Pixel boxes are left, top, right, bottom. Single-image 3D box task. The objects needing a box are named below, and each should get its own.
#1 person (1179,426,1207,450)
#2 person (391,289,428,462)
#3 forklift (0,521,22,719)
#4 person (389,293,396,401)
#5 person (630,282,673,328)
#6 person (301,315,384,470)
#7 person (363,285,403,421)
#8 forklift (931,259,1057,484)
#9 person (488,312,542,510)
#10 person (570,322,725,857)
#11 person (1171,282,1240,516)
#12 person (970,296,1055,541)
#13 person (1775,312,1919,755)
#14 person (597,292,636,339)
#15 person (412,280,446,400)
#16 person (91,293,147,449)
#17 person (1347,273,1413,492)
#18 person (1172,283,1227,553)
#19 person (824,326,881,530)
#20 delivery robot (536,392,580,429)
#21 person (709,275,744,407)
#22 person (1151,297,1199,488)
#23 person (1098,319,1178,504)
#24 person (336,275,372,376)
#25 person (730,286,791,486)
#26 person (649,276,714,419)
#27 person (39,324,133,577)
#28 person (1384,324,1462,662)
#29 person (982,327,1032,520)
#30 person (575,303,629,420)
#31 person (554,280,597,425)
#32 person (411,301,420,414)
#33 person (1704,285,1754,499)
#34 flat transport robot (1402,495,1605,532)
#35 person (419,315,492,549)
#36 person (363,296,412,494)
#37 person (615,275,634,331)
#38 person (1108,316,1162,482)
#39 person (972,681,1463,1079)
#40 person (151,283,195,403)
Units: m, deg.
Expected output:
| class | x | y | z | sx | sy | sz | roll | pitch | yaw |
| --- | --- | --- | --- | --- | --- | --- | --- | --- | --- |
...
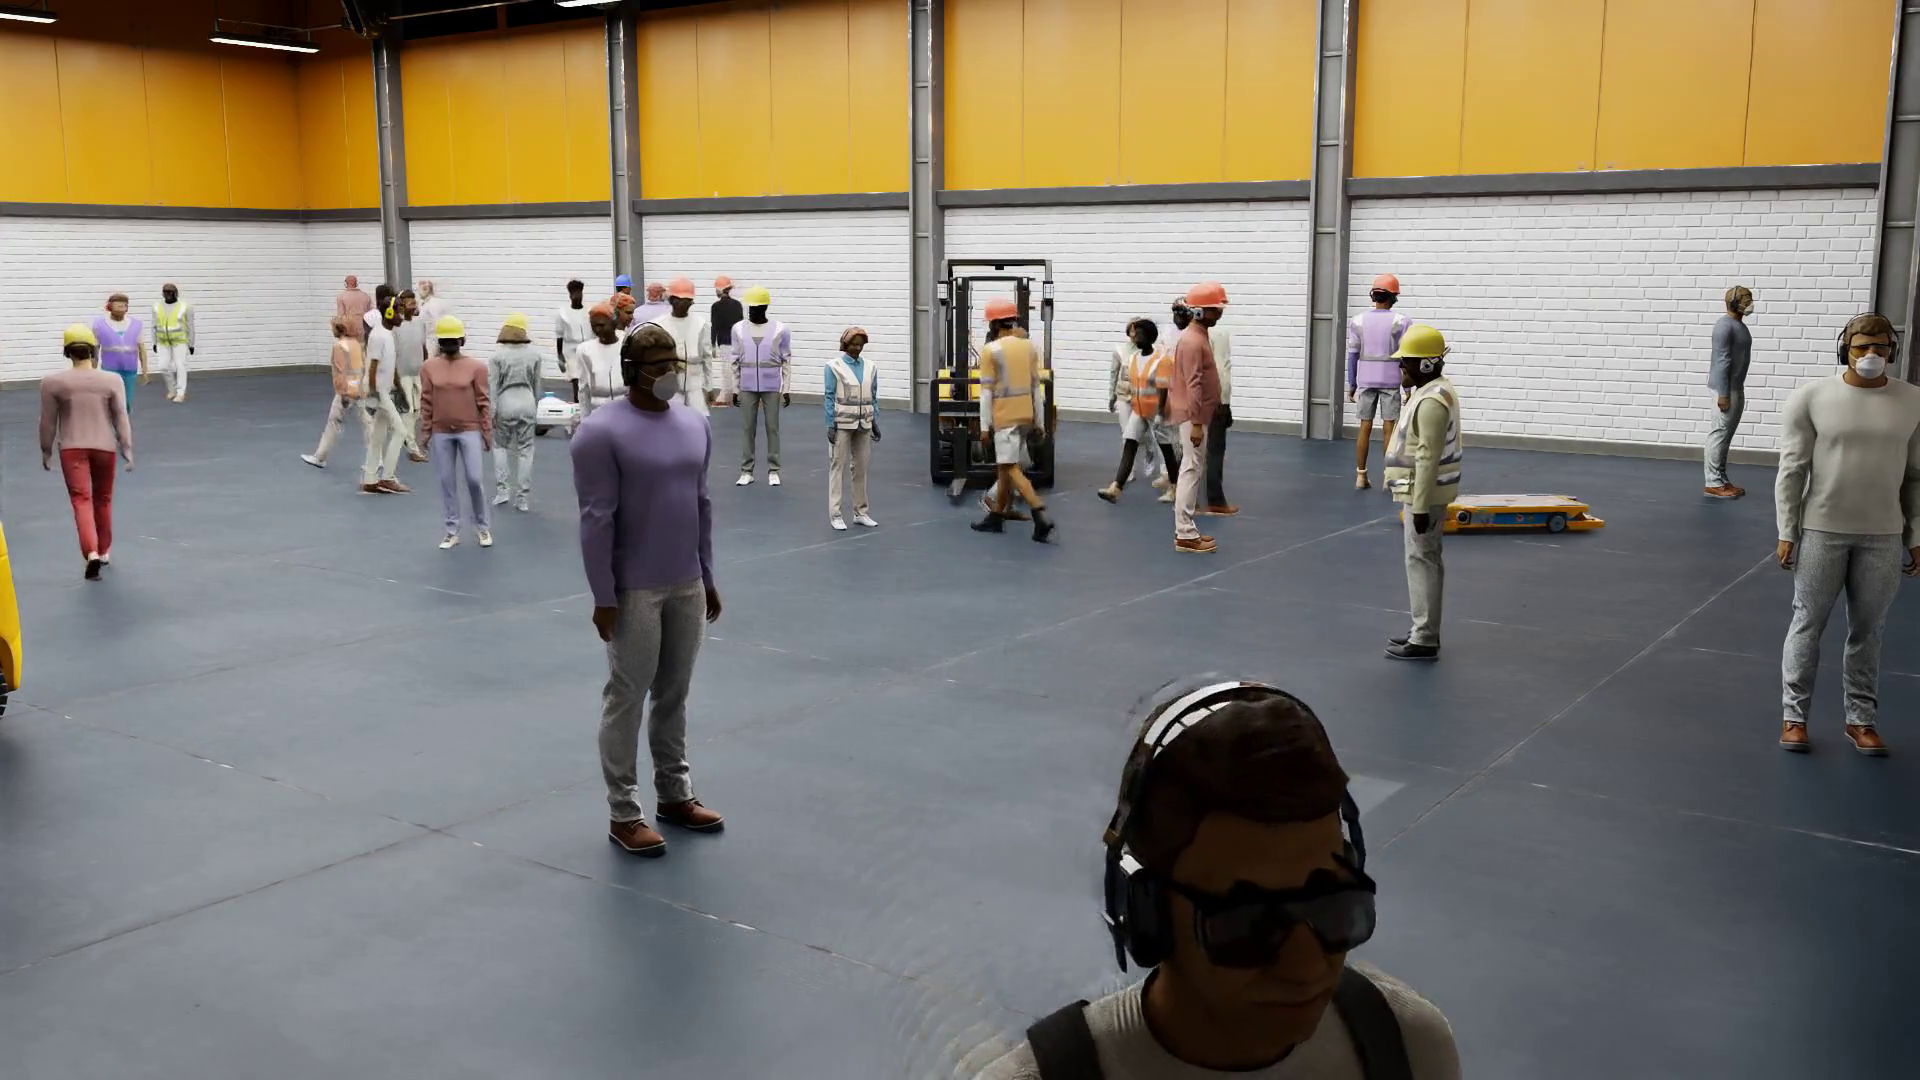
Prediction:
| class | x | y | z | sx | sy | sz | roll | pitch | yaw |
| --- | --- | --- | --- | --- | --- | --- | --- | --- | --- |
| person | 2.680 | -1.827 | 18.952 | 0.264 | 1.632 | 0.508 | 6 | 11 | 33 |
| person | -5.915 | -1.762 | 17.907 | 0.436 | 1.855 | 0.553 | 7 | 12 | 37 |
| forklift | -5.296 | -0.090 | 6.943 | 1.214 | 2.155 | 2.313 | 7 | 12 | 35 |
| person | -8.726 | -2.947 | 25.504 | 0.322 | 1.680 | 0.667 | -9 | 13 | -42 |
| person | -3.659 | -2.175 | 20.220 | 0.651 | 1.906 | 0.403 | 1 | 10 | 4 |
| person | -6.375 | -1.513 | 17.161 | 0.859 | 1.591 | 0.542 | 1 | 10 | 7 |
| person | -7.130 | -2.234 | 20.709 | 0.587 | 1.861 | 1.019 | -6 | 11 | -32 |
| forklift | 0.370 | -1.738 | 16.759 | 1.214 | 2.155 | 2.313 | 1 | 10 | 3 |
| person | -3.883 | -1.124 | 14.520 | 0.493 | 1.721 | 0.509 | -5 | 11 | -29 |
| person | -1.127 | 0.171 | 6.150 | 0.372 | 1.940 | 0.632 | 7 | 12 | 35 |
| person | 2.093 | -1.187 | 14.157 | 0.476 | 1.982 | 0.659 | -5 | 11 | -27 |
| person | 0.444 | -0.945 | 12.951 | 0.549 | 1.899 | 0.937 | -9 | 13 | -43 |
| person | 3.908 | -0.022 | 7.298 | 0.629 | 1.940 | 0.372 | 2 | 10 | 13 |
| person | -2.955 | -1.206 | 14.503 | 0.355 | 1.887 | 0.573 | 1 | 10 | 7 |
| person | -8.170 | -3.123 | 26.000 | 0.929 | 1.872 | 0.667 | -3 | 10 | -19 |
| person | -9.800 | -1.970 | 19.336 | 0.593 | 1.804 | 0.873 | -9 | 13 | -42 |
| person | 3.962 | -1.478 | 15.657 | 0.616 | 2.041 | 0.381 | 6 | 11 | 31 |
| person | 1.775 | -0.909 | 12.408 | 0.389 | 1.992 | 0.625 | 1 | 10 | 8 |
| person | -0.873 | -0.905 | 13.449 | 0.513 | 1.640 | 0.309 | -7 | 12 | -38 |
| delivery robot | -4.998 | -1.559 | 20.287 | 0.707 | 0.478 | 0.477 | 1 | 10 | 5 |
| person | -3.322 | -2.875 | 24.267 | 0.962 | 1.961 | 0.627 | 6 | 11 | 32 |
| person | 2.053 | -1.362 | 15.601 | 0.565 | 1.824 | 0.646 | -7 | 12 | -38 |
| person | 1.639 | -1.117 | 14.664 | 0.887 | 1.638 | 0.547 | -9 | 13 | -42 |
| person | -10.825 | -3.768 | 29.712 | 0.401 | 1.904 | 0.649 | 9 | 13 | 44 |
| person | -1.915 | -1.476 | 16.001 | 0.589 | 1.923 | 0.382 | 1 | 10 | 4 |
| person | -2.585 | -1.434 | 15.458 | 0.642 | 2.022 | 0.435 | -5 | 11 | -25 |
| person | -6.052 | -0.629 | 11.539 | 0.544 | 1.735 | 0.869 | -7 | 12 | -34 |
| person | 2.505 | -0.252 | 9.030 | 0.403 | 1.824 | 0.599 | 3 | 10 | 19 |
| person | 0.445 | -0.946 | 13.756 | 0.361 | 1.619 | 0.499 | 1 | 10 | 8 |
| person | -2.735 | -0.977 | 13.328 | 0.668 | 1.831 | 0.959 | -1 | 10 | -4 |
| person | -4.933 | -2.412 | 21.596 | 0.624 | 1.929 | 0.974 | -5 | 11 | -27 |
| person | -7.746 | -2.601 | 23.563 | 0.499 | 1.633 | 0.286 | 6 | 11 | 33 |
| person | 7.049 | -1.353 | 15.227 | 0.373 | 1.940 | 0.629 | 7 | 12 | 36 |
| flat transport robot | 4.392 | -0.226 | 13.468 | 1.431 | 0.197 | 0.652 | -1 | 10 | -5 |
| person | -3.789 | -0.806 | 12.511 | 0.527 | 1.764 | 0.321 | 0 | 10 | -2 |
| person | -5.307 | -1.332 | 15.401 | 0.590 | 1.831 | 0.559 | -3 | 10 | -16 |
| person | -5.120 | -3.054 | 25.325 | 0.389 | 1.949 | 0.604 | -6 | 11 | -31 |
| person | 1.715 | -1.369 | 16.226 | 0.552 | 1.621 | 0.385 | 3 | 10 | 17 |
| person | 0.210 | 1.001 | 1.536 | 0.528 | 1.827 | 0.543 | -4 | 10 | -21 |
| person | -12.007 | -3.003 | 25.392 | 0.640 | 1.824 | 0.442 | -1 | 10 | -6 |
